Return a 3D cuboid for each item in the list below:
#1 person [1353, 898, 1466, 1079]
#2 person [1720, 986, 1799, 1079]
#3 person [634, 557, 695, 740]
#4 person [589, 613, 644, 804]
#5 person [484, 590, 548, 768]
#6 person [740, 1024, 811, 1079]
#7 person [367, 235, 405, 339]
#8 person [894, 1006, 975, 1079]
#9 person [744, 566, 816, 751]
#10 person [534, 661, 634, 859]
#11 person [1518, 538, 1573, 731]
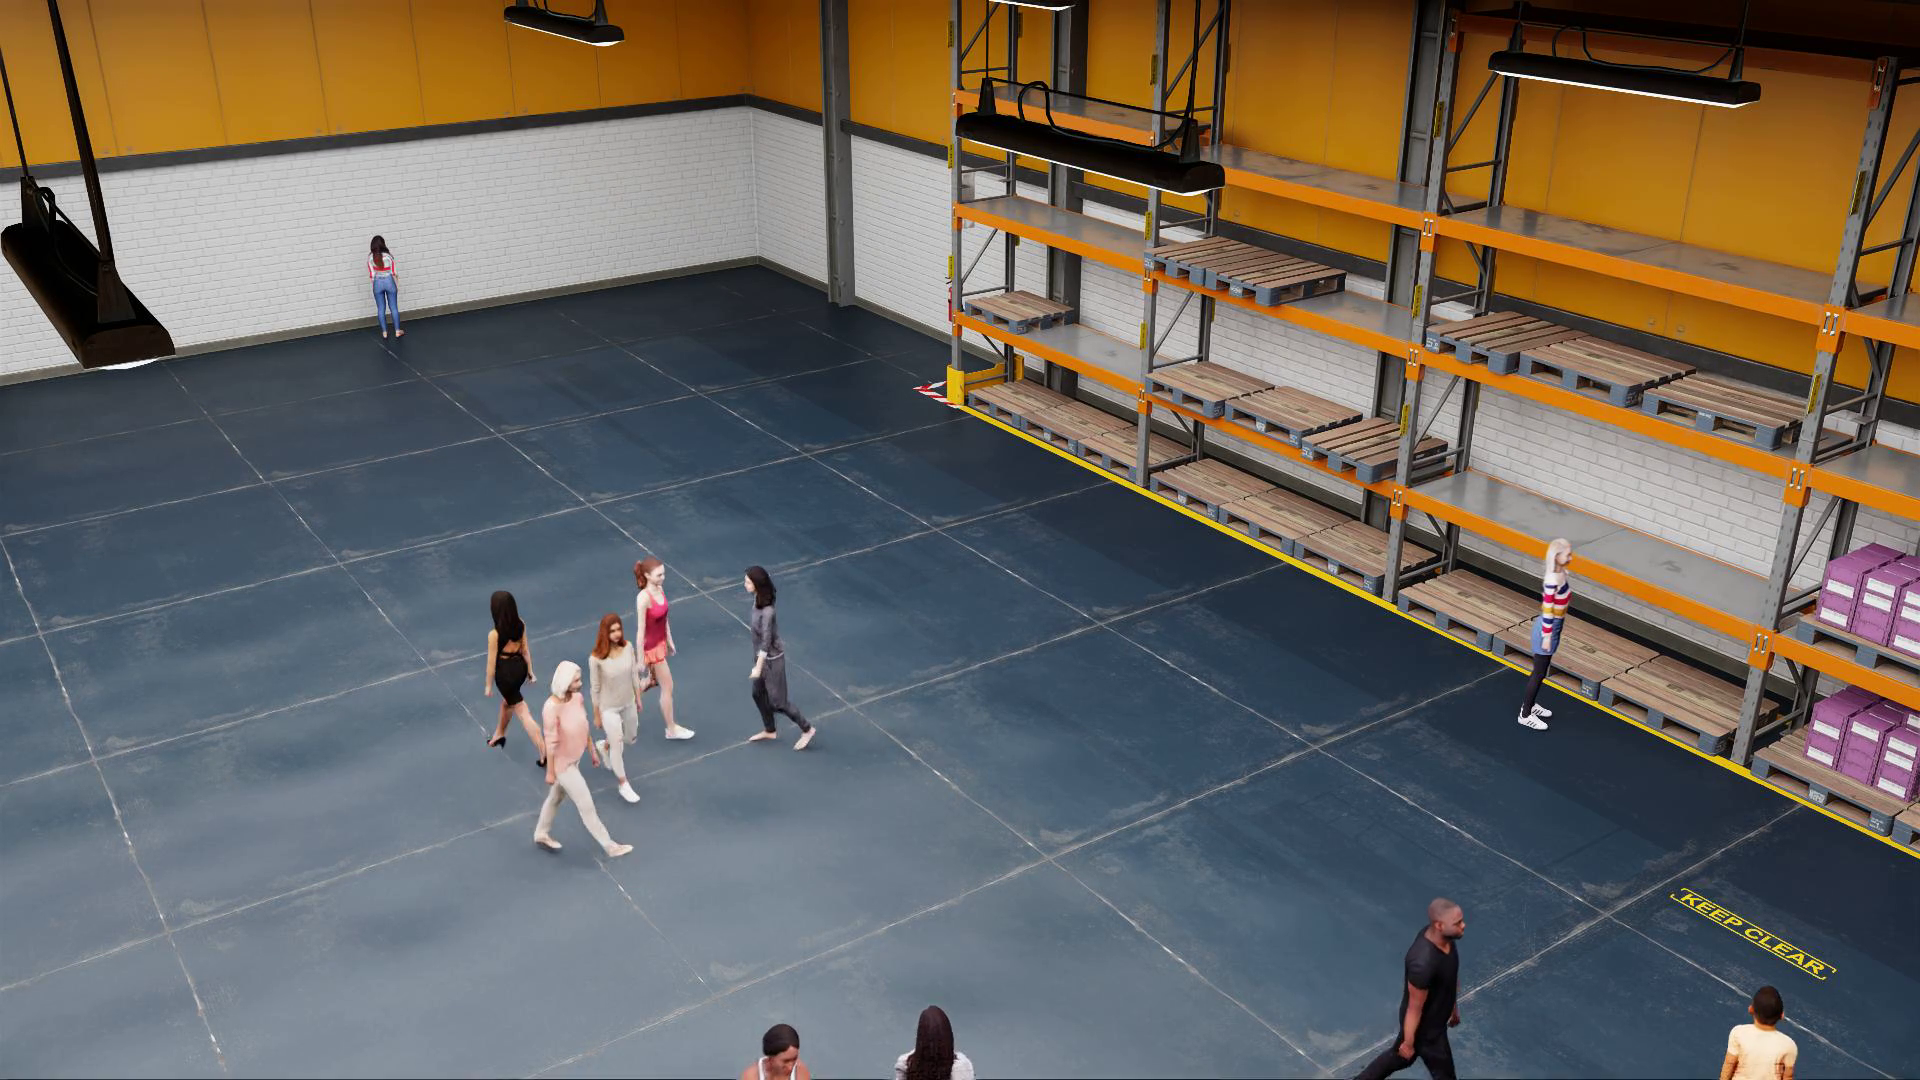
[{"bbox_3d":[2.736,2.931,10.112,1.321,1.772,1.054,12,27,26],"label":"person"},{"bbox_3d":[4.630,3.287,9.711,0.921,1.441,0.811,14,27,29],"label":"person"},{"bbox_3d":[-2.776,0.947,14.710,1.046,1.724,0.983,5,24,12],"label":"person"},{"bbox_3d":[-2.902,1.345,13.835,0.687,1.696,0.950,-18,29,-35],"label":"person"},{"bbox_3d":[-3.767,1.234,14.203,1.114,1.605,0.874,13,27,28],"label":"person"},{"bbox_3d":[-1.043,3.342,9.265,1.060,1.698,1.243,0,24,1],"label":"person"},{"bbox_3d":[-9.059,-4.000,26.166,0.663,1.612,0.644,-4,24,-9],"label":"person"},{"bbox_3d":[-0.137,3.373,9.300,0.826,1.612,0.900,1,24,3],"label":"person"},{"bbox_3d":[-1.593,1.047,14.459,0.830,1.742,0.839,-7,25,-15],"label":"person"},{"bbox_3d":[-3.152,1.721,13.008,1.192,1.669,1.070,7,25,16],"label":"person"},{"bbox_3d":[5.266,0.813,14.913,0.680,1.808,0.718,12,26,25],"label":"person"}]
